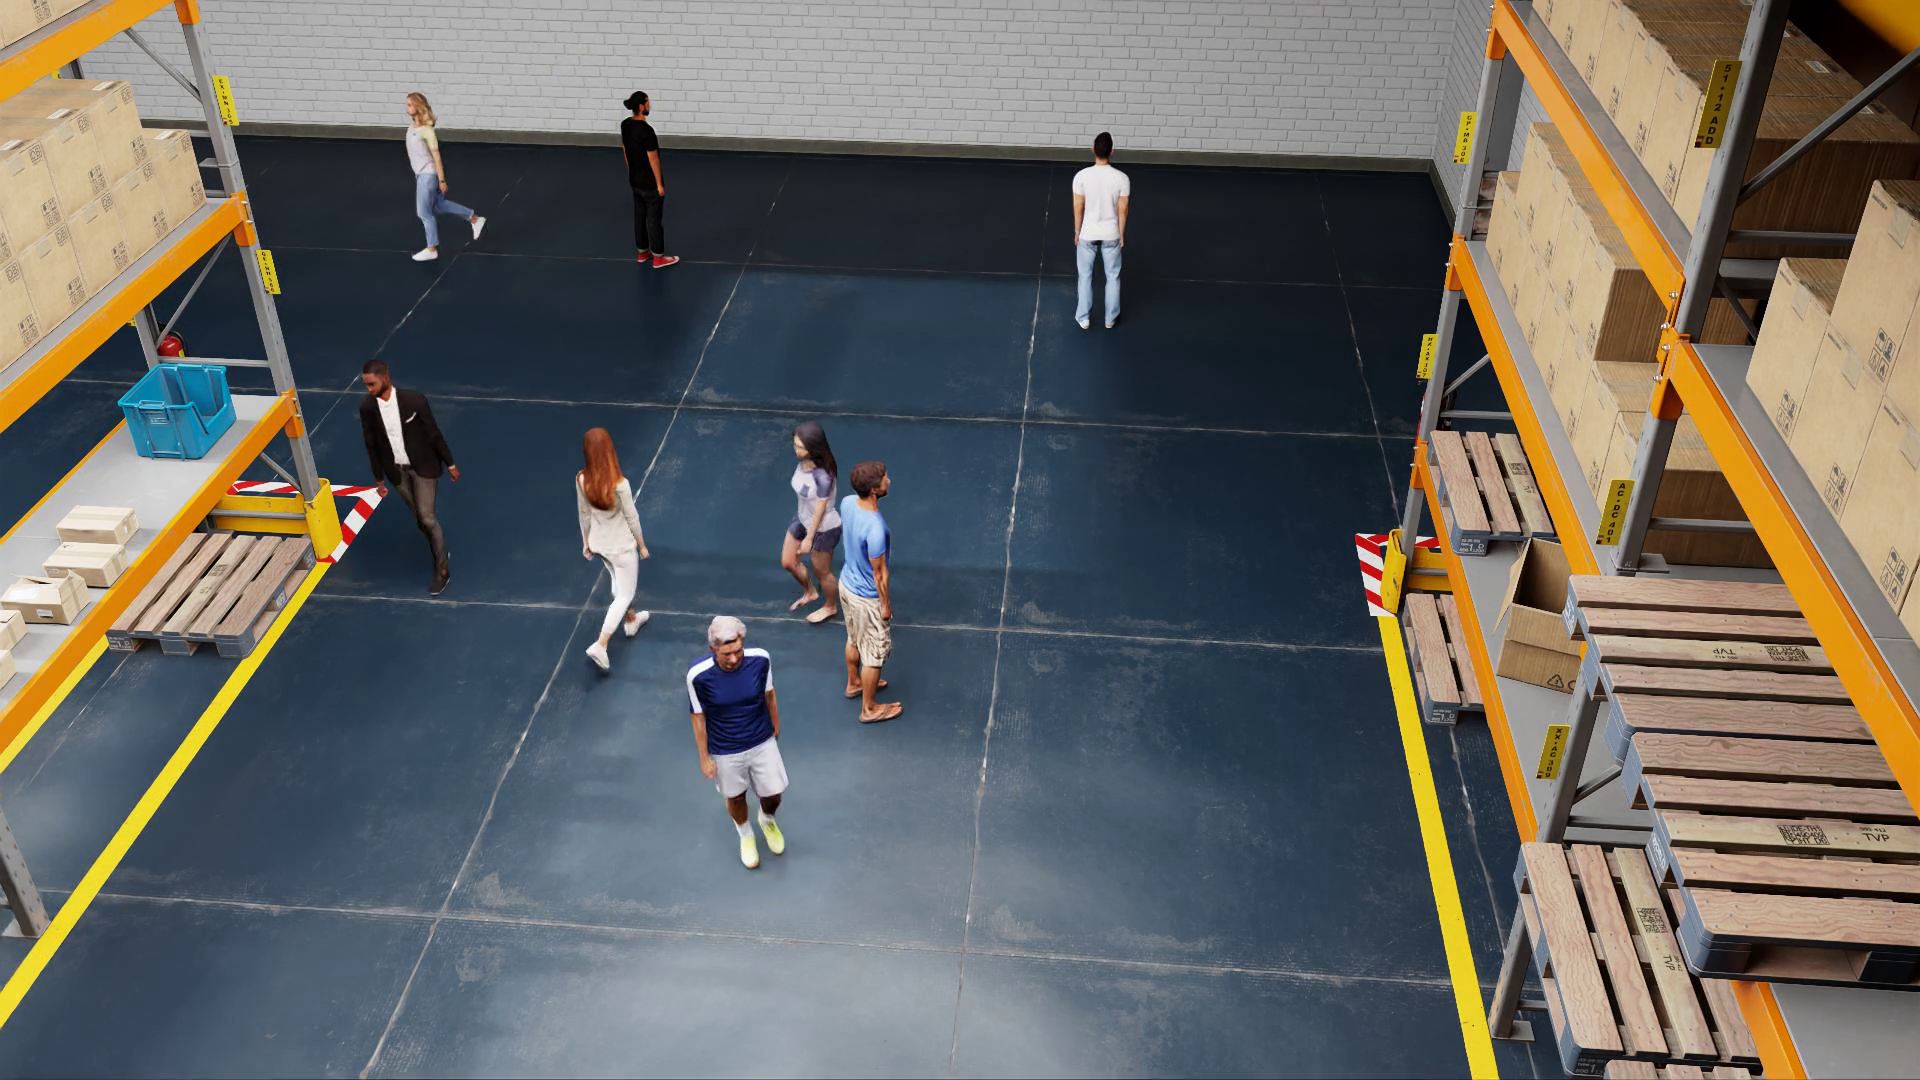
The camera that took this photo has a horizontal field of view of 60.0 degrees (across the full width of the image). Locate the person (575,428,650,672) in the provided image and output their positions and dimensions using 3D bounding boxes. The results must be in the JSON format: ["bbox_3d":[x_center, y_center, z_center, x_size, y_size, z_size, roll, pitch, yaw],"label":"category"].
[{"bbox_3d":[-2.345,0.083,11.064,0.834,1.679,1.091,15,37,21],"label":"person"}]

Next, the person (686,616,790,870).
[{"bbox_3d":[-1.278,1.087,9.434,0.764,1.811,0.766,-11,35,-16],"label":"person"}]

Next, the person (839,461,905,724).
[{"bbox_3d":[-0.604,0.311,10.555,0.796,1.861,0.697,-17,37,-24],"label":"person"}]

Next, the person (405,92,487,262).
[{"bbox_3d":[-5.232,-3.659,16.674,1.074,1.700,1.083,-20,39,-27],"label":"person"}]

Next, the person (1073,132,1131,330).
[{"bbox_3d":[1.284,-2.829,15.276,0.664,1.865,0.547,2,34,4],"label":"person"}]

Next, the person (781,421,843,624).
[{"bbox_3d":[-0.903,-0.112,11.352,0.822,1.683,0.745,-17,37,-24],"label":"person"}]

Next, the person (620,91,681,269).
[{"bbox_3d":[-3.122,-3.573,16.495,0.716,1.755,0.744,26,41,33],"label":"person"}]

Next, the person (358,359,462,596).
[{"bbox_3d":[-3.911,-0.537,11.910,0.772,1.774,0.857,-2,34,-3],"label":"person"}]
